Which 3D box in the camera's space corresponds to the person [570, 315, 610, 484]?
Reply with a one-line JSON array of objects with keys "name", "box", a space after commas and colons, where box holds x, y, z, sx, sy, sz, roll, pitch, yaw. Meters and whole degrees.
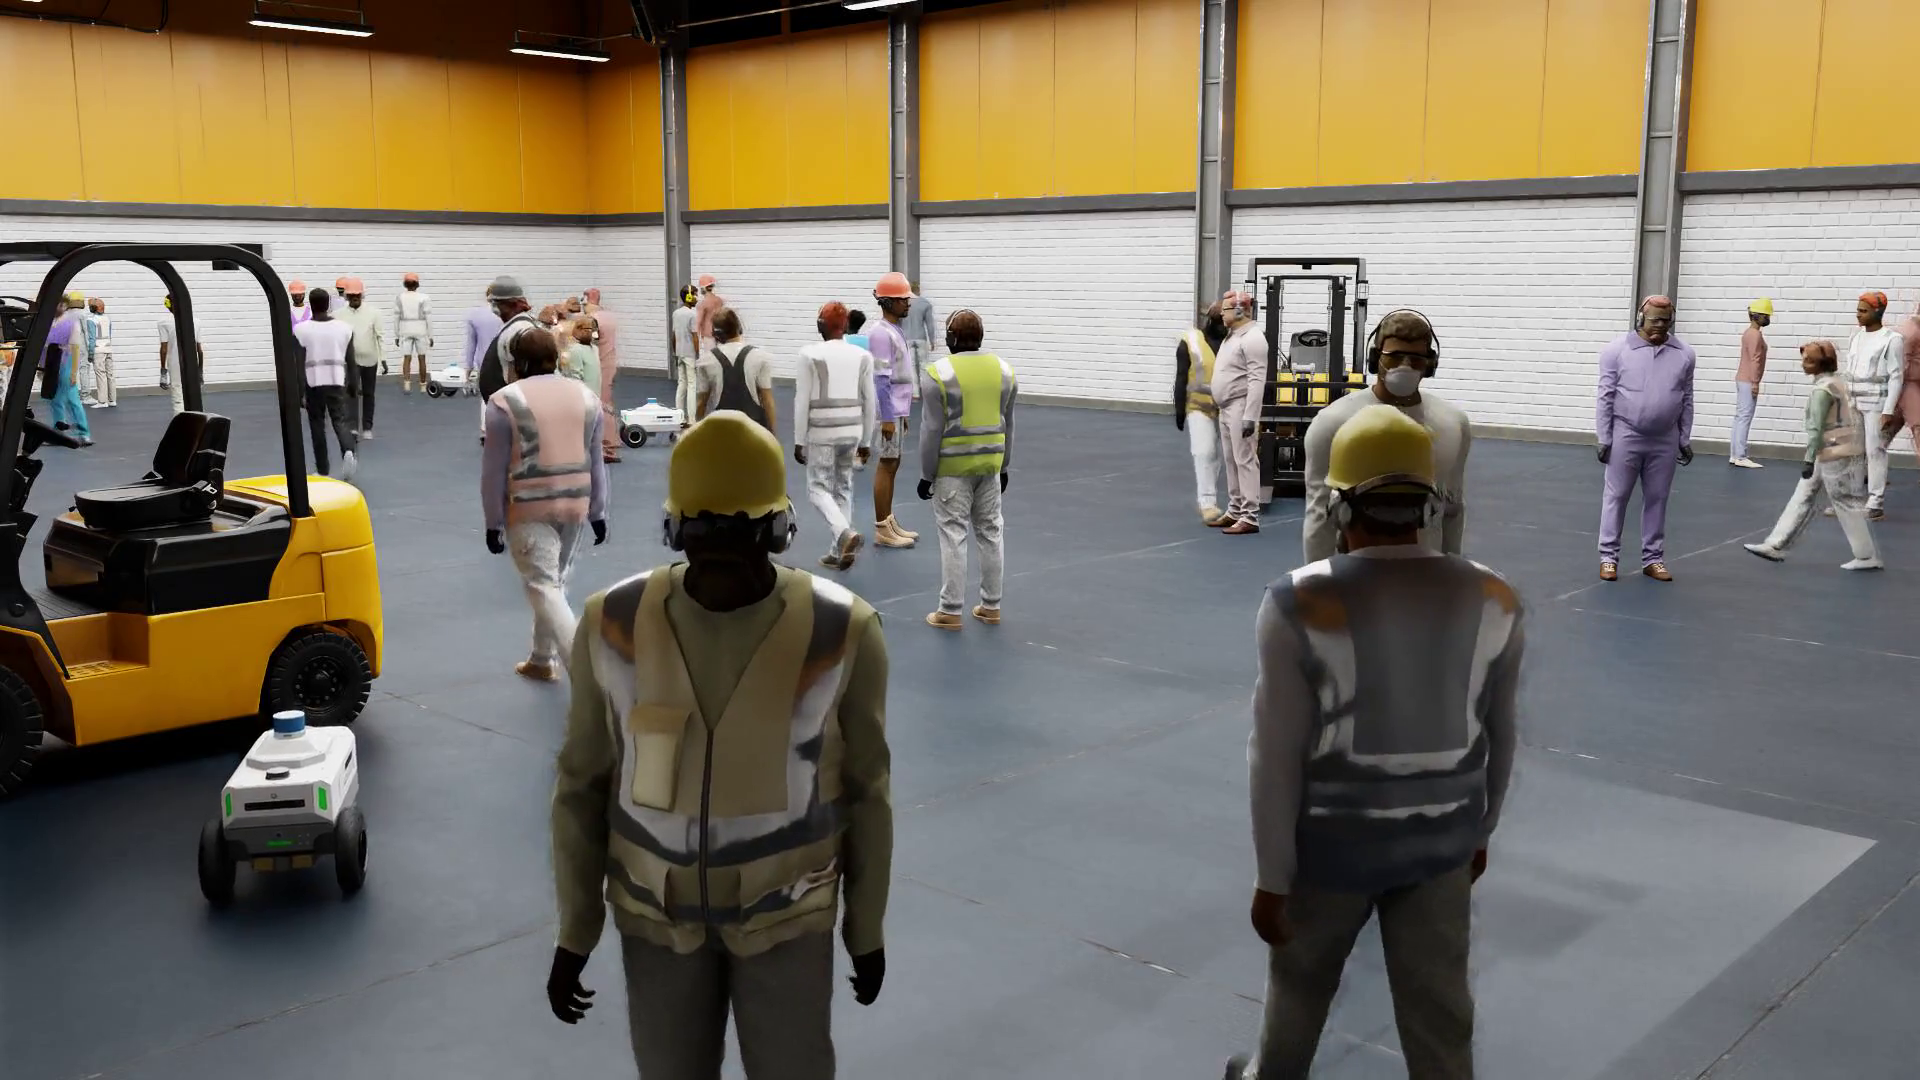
[{"name": "person", "box": [-3.541, -1.320, 15.852, 0.274, 1.632, 0.507, 2, 9, 11]}]

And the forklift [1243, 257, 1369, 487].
[{"name": "forklift", "box": [3.309, -1.629, 16.029, 1.214, 2.155, 2.313, 2, 9, 11]}]

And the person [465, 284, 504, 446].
[{"name": "person", "box": [-5.293, -1.971, 18.985, 0.695, 1.916, 0.455, 0, 9, 3]}]

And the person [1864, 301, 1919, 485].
[{"name": "person", "box": [9.019, -1.390, 15.640, 1.027, 1.837, 0.666, 8, 12, 40]}]

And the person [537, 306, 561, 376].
[{"name": "person", "box": [-5.427, -2.254, 21.683, 0.813, 1.596, 0.503, 6, 11, 32]}]

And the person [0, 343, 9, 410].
[{"name": "person", "box": [-8.300, -1.165, 13.989, 0.546, 1.936, 0.383, -3, 10, -18]}]

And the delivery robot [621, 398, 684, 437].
[{"name": "delivery robot", "box": [-3.597, -1.418, 19.461, 0.707, 0.478, 0.477, -3, 10, -17]}]

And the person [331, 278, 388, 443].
[{"name": "person", "box": [-7.164, -2.136, 19.869, 0.626, 1.940, 1.001, -3, 10, -19]}]

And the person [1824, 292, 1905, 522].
[{"name": "person", "box": [7.469, -1.093, 13.689, 0.337, 1.882, 0.585, -2, 9, -10]}]

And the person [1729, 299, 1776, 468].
[{"name": "person", "box": [8.302, -1.638, 17.419, 0.337, 1.760, 0.526, 3, 10, 16]}]

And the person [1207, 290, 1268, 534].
[{"name": "person", "box": [2.164, -0.999, 13.055, 0.401, 1.904, 0.649, -1, 9, -9]}]

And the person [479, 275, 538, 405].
[{"name": "person", "box": [-3.687, -1.175, 13.718, 0.536, 2.000, 0.712, -2, 10, -14]}]

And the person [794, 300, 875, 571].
[{"name": "person", "box": [-0.803, -0.682, 11.243, 0.606, 1.867, 0.663, -6, 11, -32]}]

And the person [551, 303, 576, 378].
[{"name": "person", "box": [-5.220, -2.368, 22.323, 0.576, 1.610, 0.553, 4, 10, 23]}]

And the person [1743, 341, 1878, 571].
[{"name": "person", "box": [5.932, -0.577, 11.447, 0.854, 1.573, 0.562, 5, 10, 28]}]

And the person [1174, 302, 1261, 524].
[{"name": "person", "box": [2.119, -1.038, 13.619, 0.657, 1.792, 0.903, -2, 9, -11]}]

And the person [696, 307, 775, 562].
[{"name": "person", "box": [-1.549, -0.700, 11.511, 0.555, 1.807, 0.604, -1, 9, -6]}]

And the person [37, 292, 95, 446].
[{"name": "person", "box": [-10.445, -1.976, 19.358, 0.670, 1.808, 0.386, 3, 10, 20]}]

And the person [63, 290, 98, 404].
[{"name": "person", "box": [-13.557, -2.963, 25.595, 0.492, 1.740, 0.325, 2, 10, 14]}]

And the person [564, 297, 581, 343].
[{"name": "person", "box": [-6.122, -3.037, 26.377, 0.266, 1.631, 0.507, -8, 12, -40]}]

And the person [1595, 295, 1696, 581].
[{"name": "person", "box": [4.551, -0.669, 11.044, 0.639, 1.903, 0.406, 1, 9, 3]}]

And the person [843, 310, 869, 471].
[{"name": "person", "box": [-1.077, -1.504, 16.892, 0.547, 1.663, 0.367, -7, 11, -36]}]

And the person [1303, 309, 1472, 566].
[{"name": "person", "box": [1.462, 0.182, 5.713, 0.635, 1.935, 0.349, -3, 10, -20]}]

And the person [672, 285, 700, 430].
[{"name": "person", "box": [-3.495, -2.336, 21.380, 0.513, 1.864, 0.331, 9, 13, 43]}]

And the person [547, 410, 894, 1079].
[{"name": "person", "box": [-0.427, 0.669, 3.058, 0.608, 1.827, 0.404, 1, 9, 3]}]

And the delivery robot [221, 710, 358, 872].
[{"name": "delivery robot", "box": [-2.283, 0.828, 5.693, 0.477, 0.478, 0.707, -2, 9, -13]}]

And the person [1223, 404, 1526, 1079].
[{"name": "person", "box": [0.869, 0.608, 3.560, 0.624, 1.783, 0.909, -1, 9, -9]}]

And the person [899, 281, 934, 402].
[{"name": "person", "box": [-0.747, -3.091, 25.889, 0.673, 1.908, 0.427, -2, 9, -10]}]

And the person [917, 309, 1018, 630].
[{"name": "person", "box": [0.024, -0.402, 9.588, 0.621, 1.845, 0.429, -6, 11, -32]}]

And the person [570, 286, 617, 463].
[{"name": "person", "box": [-3.898, -1.752, 17.735, 0.536, 1.877, 0.673, 0, 9, 0]}]

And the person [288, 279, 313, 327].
[{"name": "person", "box": [-8.727, -2.478, 22.016, 0.544, 1.939, 0.353, -3, 10, -18]}]

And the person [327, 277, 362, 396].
[{"name": "person", "box": [-10.013, -3.309, 27.117, 0.552, 1.937, 0.355, 1, 9, 7]}]

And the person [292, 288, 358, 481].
[{"name": "person", "box": [-6.142, -1.499, 16.154, 0.601, 1.895, 0.805, -7, 11, -35]}]

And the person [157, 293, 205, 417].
[{"name": "person", "box": [-8.660, -1.862, 18.517, 0.365, 1.860, 0.514, 7, 11, 36]}]

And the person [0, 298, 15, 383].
[{"name": "person", "box": [-12.407, -2.278, 21.529, 0.316, 1.695, 0.542, 0, 9, 2]}]

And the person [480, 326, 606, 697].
[{"name": "person", "box": [-1.977, -0.127, 8.046, 0.893, 1.811, 0.636, 8, 12, 42]}]

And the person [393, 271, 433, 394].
[{"name": "person", "box": [-9.043, -3.429, 27.547, 0.613, 2.046, 0.397, -1, 9, -5]}]

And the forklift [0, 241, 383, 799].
[{"name": "forklift", "box": [-3.706, -0.171, 7.093, 1.214, 2.155, 2.313, 9, 13, 43]}]

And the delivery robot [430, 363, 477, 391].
[{"name": "delivery robot", "box": [-8.145, -2.610, 26.770, 0.707, 0.478, 0.477, 3, 10, 16]}]

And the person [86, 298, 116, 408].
[{"name": "person", "box": [-12.805, -2.782, 24.781, 0.309, 1.645, 0.514, 1, 9, 4]}]

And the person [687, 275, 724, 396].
[{"name": "person", "box": [-4.163, -3.300, 26.983, 0.974, 1.953, 0.651, 5, 10, 27]}]

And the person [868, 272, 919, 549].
[{"name": "person", "box": [-0.490, -0.963, 12.410, 0.376, 2.044, 0.607, 1, 9, 6]}]
